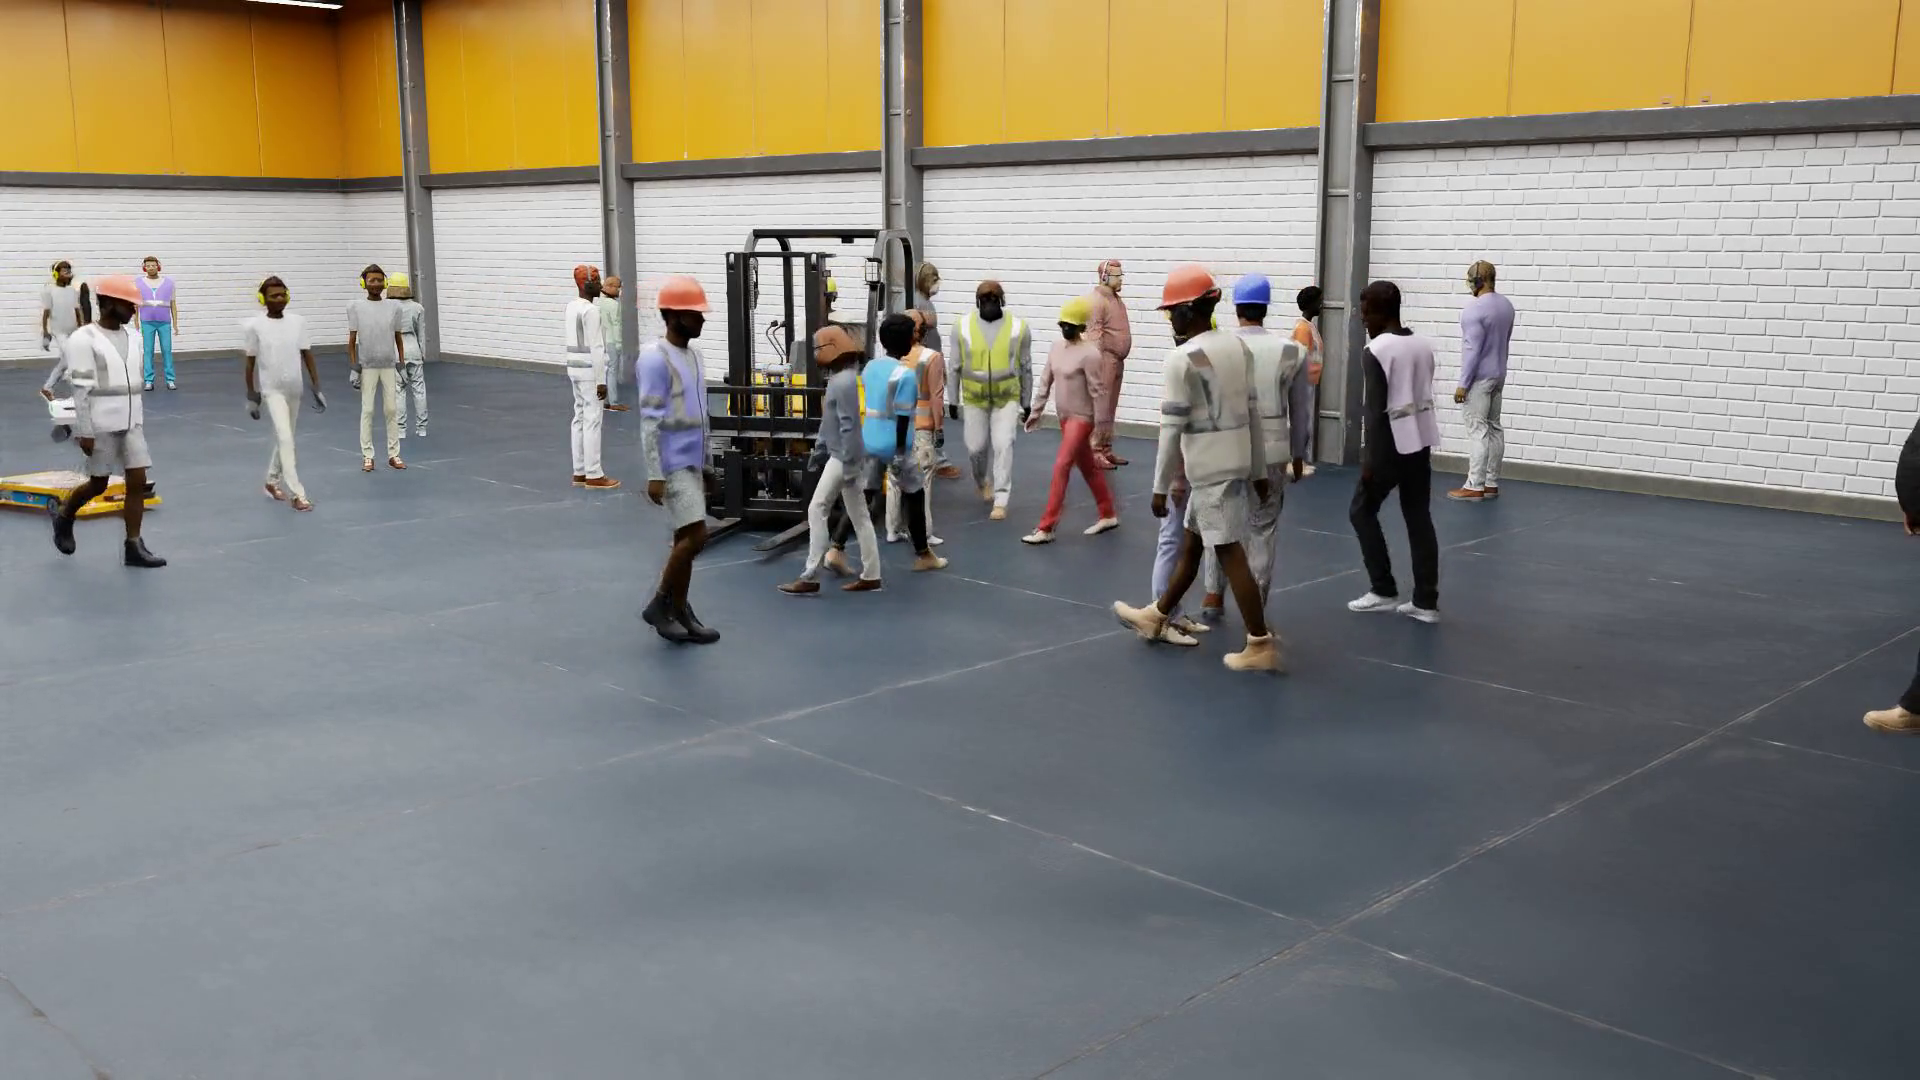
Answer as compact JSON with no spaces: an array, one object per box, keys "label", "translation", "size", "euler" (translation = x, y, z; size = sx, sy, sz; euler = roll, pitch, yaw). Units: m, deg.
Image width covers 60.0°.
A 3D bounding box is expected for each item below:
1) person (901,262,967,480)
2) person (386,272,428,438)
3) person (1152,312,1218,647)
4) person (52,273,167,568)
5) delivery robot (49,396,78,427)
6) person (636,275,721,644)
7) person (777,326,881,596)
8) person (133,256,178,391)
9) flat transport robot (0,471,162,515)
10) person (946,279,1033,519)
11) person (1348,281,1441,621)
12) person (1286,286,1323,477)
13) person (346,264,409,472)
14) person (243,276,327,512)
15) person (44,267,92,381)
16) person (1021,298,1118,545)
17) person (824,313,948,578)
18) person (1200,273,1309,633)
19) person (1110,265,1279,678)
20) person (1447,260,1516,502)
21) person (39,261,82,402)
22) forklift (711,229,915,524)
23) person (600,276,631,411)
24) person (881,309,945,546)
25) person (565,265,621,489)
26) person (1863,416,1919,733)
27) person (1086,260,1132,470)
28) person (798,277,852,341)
[{"label":"person","translation":[-0.370,-1.456,14.477],"size":[0.817,1.891,0.695],"euler":[0,10,0]},{"label":"person","translation":[-5.888,-1.950,17.588],"size":[0.487,1.744,0.296],"euler":[-10,14,-42]},{"label":"person","translation":[1.203,-0.337,8.738],"size":[0.327,1.765,0.531],"euler":[4,11,20]},{"label":"person","translation":[-5.548,-0.769,10.749],"size":[0.817,1.897,0.547],"euler":[4,11,21]},{"label":"delivery robot","translation":[-9.107,-1.364,17.380],"size":[0.707,0.478,0.477],"euler":[-4,11,-18]},{"label":"person","translation":[-1.423,-0.397,8.616],"size":[0.399,1.926,0.567],"euler":[3,11,16]},{"label":"person","translation":[-0.800,-0.459,9.863],"size":[0.725,1.600,0.492],"euler":[0,10,0]},{"label":"person","translation":[-11.095,-2.986,22.955],"size":[0.567,1.846,0.389],"euler":[-6,12,-28]},{"label":"flat transport robot","translation":[-7.018,-0.379,13.040],"size":[1.431,0.197,0.652],"euler":[6,12,28]},{"label":"person","translation":[0.231,-1.089,12.703],"size":[0.666,1.816,0.634],"euler":[1,10,4]},{"label":"person","translation":[2.413,-0.489,9.244],"size":[0.714,1.874,0.646],"euler":[-9,14,-40]},{"label":"person","translation":[3.061,-1.394,14.794],"size":[0.321,1.661,0.529],"euler":[4,11,20]},{"label":"person","translation":[-5.288,-1.556,15.123],"size":[0.513,1.862,0.328],"euler":[-6,12,-31]},{"label":"person","translation":[-5.350,-1.166,13.124],"size":[0.985,1.827,0.519],"euler":[9,13,39]},{"label":"person","translation":[-13.210,-3.262,24.723],"size":[0.629,1.769,1.025],"euler":[-3,11,-14]},{"label":"person","translation":[0.808,-0.834,11.605],"size":[0.884,1.709,0.538],"euler":[-5,12,-27]},{"label":"person","translation":[-0.490,-0.583,10.380],"size":[0.851,1.655,0.532],"euler":[-9,14,-40]},{"label":"person","translation":[1.577,-0.480,9.068],"size":[0.632,1.924,0.688],"euler":[1,10,7]},{"label":"person","translation":[1.156,-0.347,8.200],"size":[1.075,1.975,0.626],"euler":[8,13,39]},{"label":"person","translation":[4.194,-1.274,13.384],"size":[0.627,1.934,0.370],"euler":[-10,14,-43]},{"label":"person","translation":[-11.315,-2.598,20.933],"size":[0.940,1.827,0.531],"euler":[3,11,18]},{"label":"forklift","translation":[-1.050,-1.319,12.920],"size":[1.214,2.155,2.313],"euler":[2,11,13]},{"label":"person","translation":[-4.237,-2.384,20.276],"size":[0.289,1.625,0.501],"euler":[-6,12,-30]},{"label":"person","translation":[-0.324,-0.765,11.432],"size":[0.518,1.632,0.312],"euler":[7,13,34]},{"label":"person","translation":[-3.128,-1.368,14.039],"size":[0.342,1.879,0.587],"euler":[-7,13,-34]},{"label":"person","translation":[4.401,-0.168,7.061],"size":[0.848,2.000,0.687],"euler":[1,10,7]},{"label":"person","translation":[1.373,-1.610,15.291],"size":[0.407,1.906,0.655],"euler":[5,11,23]},{"label":"person","translation":[-1.225,-1.532,15.258],"size":[0.526,1.765,0.329],"euler":[-4,11,-21]}]
